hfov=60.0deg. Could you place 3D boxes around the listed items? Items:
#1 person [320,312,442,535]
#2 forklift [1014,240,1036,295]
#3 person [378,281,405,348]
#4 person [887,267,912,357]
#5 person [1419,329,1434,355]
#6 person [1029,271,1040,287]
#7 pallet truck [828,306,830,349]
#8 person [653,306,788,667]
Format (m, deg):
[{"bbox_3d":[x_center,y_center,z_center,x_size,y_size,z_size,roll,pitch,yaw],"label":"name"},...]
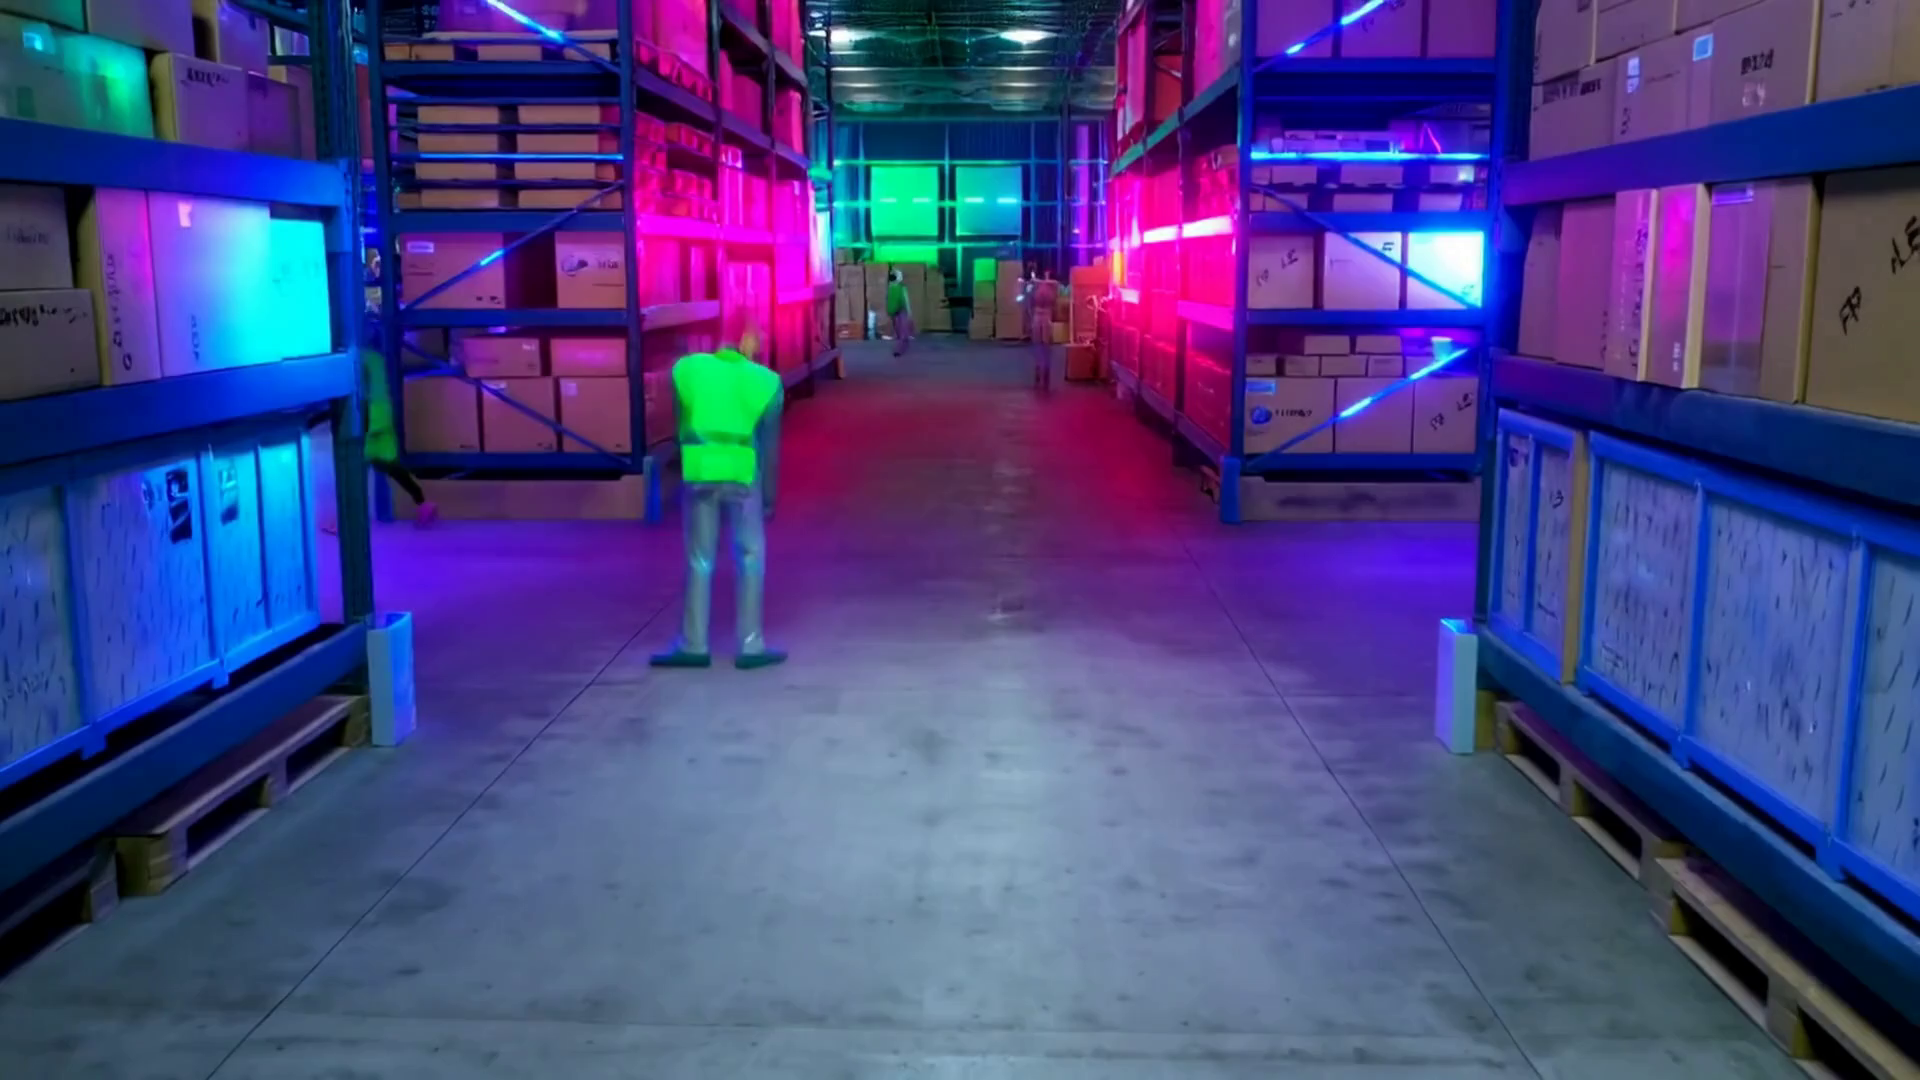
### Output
[{"bbox_3d":[-4.322,-0.860,12.351,0.830,1.665,0.529,0,9,0],"label":"person"},{"bbox_3d":[2.253,-9.426,60.022,1.873,2.768,1.129,-3,10,-16],"label":"forklift"},{"bbox_3d":[-11.769,-4.555,34.429,0.466,1.685,0.542,3,10,19],"label":"person"},{"bbox_3d":[-1.268,-4.891,35.726,0.638,1.922,0.599,6,11,31],"label":"person"},{"bbox_3d":[9.380,-4.509,33.221,0.377,1.995,0.608,0,9,-2],"label":"person"},{"bbox_3d":[2.847,-9.597,64.586,0.539,1.695,0.318,-2,10,-10],"label":"person"},{"bbox_3d":[-3.100,-3.940,29.800,1.885,1.965,0.823,3,10,19],"label":"pallet truck"},{"bbox_3d":[-1.223,-0.249,8.285,0.711,1.807,0.396,-2,10,-10],"label":"person"}]
